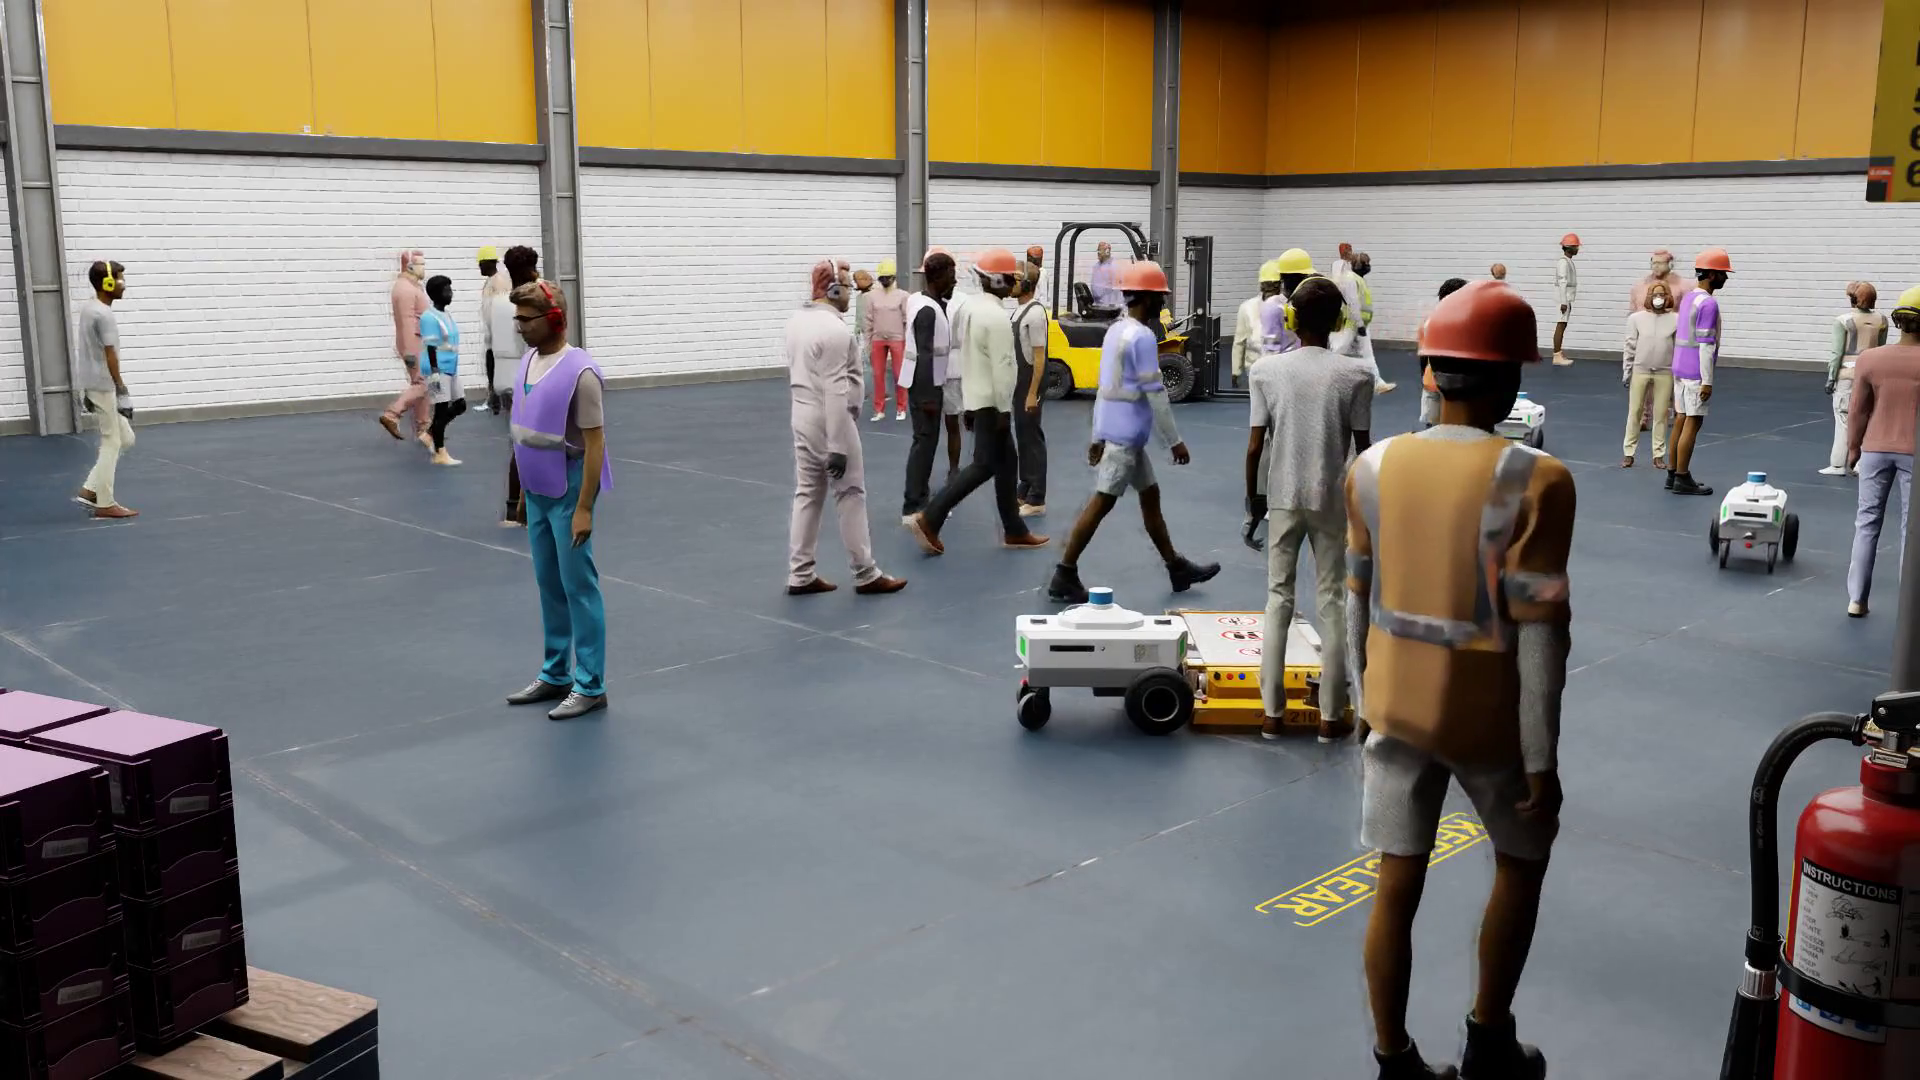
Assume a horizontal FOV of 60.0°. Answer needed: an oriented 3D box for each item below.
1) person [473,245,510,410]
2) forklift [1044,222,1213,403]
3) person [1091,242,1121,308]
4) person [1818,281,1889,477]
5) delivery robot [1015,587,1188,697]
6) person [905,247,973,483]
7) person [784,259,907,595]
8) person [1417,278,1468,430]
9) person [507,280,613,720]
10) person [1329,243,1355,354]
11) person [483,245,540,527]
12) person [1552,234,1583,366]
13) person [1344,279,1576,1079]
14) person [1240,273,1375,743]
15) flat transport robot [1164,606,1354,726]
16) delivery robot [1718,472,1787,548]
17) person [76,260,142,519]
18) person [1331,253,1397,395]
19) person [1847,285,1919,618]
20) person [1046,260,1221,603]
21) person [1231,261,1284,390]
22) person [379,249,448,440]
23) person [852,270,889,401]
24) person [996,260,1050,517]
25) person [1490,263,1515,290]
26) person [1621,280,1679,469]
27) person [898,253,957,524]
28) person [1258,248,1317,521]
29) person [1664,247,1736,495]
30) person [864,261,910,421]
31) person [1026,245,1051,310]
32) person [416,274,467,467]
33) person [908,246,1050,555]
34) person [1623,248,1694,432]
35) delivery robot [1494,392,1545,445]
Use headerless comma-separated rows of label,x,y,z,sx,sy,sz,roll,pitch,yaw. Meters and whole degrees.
person,-5.342,-2.445,19.232,0.566,1.910,0.613,-6,12,-29
forklift,1.935,-2.847,20.651,2.313,2.155,1.214,2,11,13
person,2.336,-3.901,27.176,0.406,1.911,0.639,-6,12,-29
person,7.525,-1.348,13.980,0.513,1.645,0.307,-2,11,-13
delivery robot,0.582,0.441,6.935,0.707,0.478,0.477,0,10,2
person,-0.160,-1.291,12.880,0.545,1.933,0.376,2,11,11
person,-0.691,-0.616,9.347,0.571,1.899,0.693,-6,12,-31
person,3.766,-1.163,12.825,0.316,1.696,0.541,-7,13,-34
person,-1.684,-0.171,7.032,0.388,1.838,0.563,-9,14,-42
person,6.542,-4.130,28.499,0.358,1.881,0.574,-5,11,-24
person,-3.013,-1.079,11.657,0.602,1.946,0.654,8,13,38
person,9.467,-3.742,25.950,0.381,2.042,0.610,5,11,24
person,1.171,0.378,3.800,0.570,1.919,0.649,10,15,44
person,1.393,-0.117,6.655,0.533,1.867,0.314,3,11,17
flat transport robot,1.295,0.538,7.441,0.652,0.197,1.431,0,10,2
delivery robot,4.922,-0.177,10.309,0.477,0.478,0.707,6,12,28
person,-6.093,-1.062,11.876,0.384,1.844,0.561,-7,12,-33
person,5.034,-2.724,21.085,0.976,1.799,0.616,6,12,28
person,4.937,-0.444,8.716,0.322,1.767,0.533,-10,14,-43
person,0.952,-0.590,9.208,1.056,1.880,0.546,-1,10,-7
person,2.590,-1.446,14.092,0.612,1.789,0.892,4,11,21
person,-5.369,-1.888,16.269,0.520,1.892,0.645,-3,11,-15
person,-1.154,-2.479,20.249,0.696,1.594,0.516,-5,12,-27
person,0.471,-1.085,11.991,0.348,1.847,0.505,-2,11,-11
person,7.785,-3.205,24.156,0.525,1.624,0.388,1,10,3
person,6.028,-1.433,14.468,0.498,1.634,0.279,4,11,19
person,-0.226,-1.062,11.730,0.408,1.905,0.606,1,10,5
person,2.328,-1.094,11.814,0.373,1.928,0.584,7,13,34
person,5.792,-1.310,13.013,0.390,1.929,0.539,1,10,5
person,-0.790,-2.171,18.235,0.565,1.756,0.515,3,11,15
person,1.012,-2.903,21.793,0.355,1.887,0.573,-1,10,-3
person,-4.579,-1.478,14.597,0.415,1.686,0.539,1,10,8
person,0.119,-0.872,10.532,0.927,1.965,0.632,-3,11,-16
person,7.187,-2.046,17.123,0.517,1.893,0.649,-10,14,-43
delivery robot,5.228,-1.135,15.530,0.477,0.478,0.707,6,12,29
